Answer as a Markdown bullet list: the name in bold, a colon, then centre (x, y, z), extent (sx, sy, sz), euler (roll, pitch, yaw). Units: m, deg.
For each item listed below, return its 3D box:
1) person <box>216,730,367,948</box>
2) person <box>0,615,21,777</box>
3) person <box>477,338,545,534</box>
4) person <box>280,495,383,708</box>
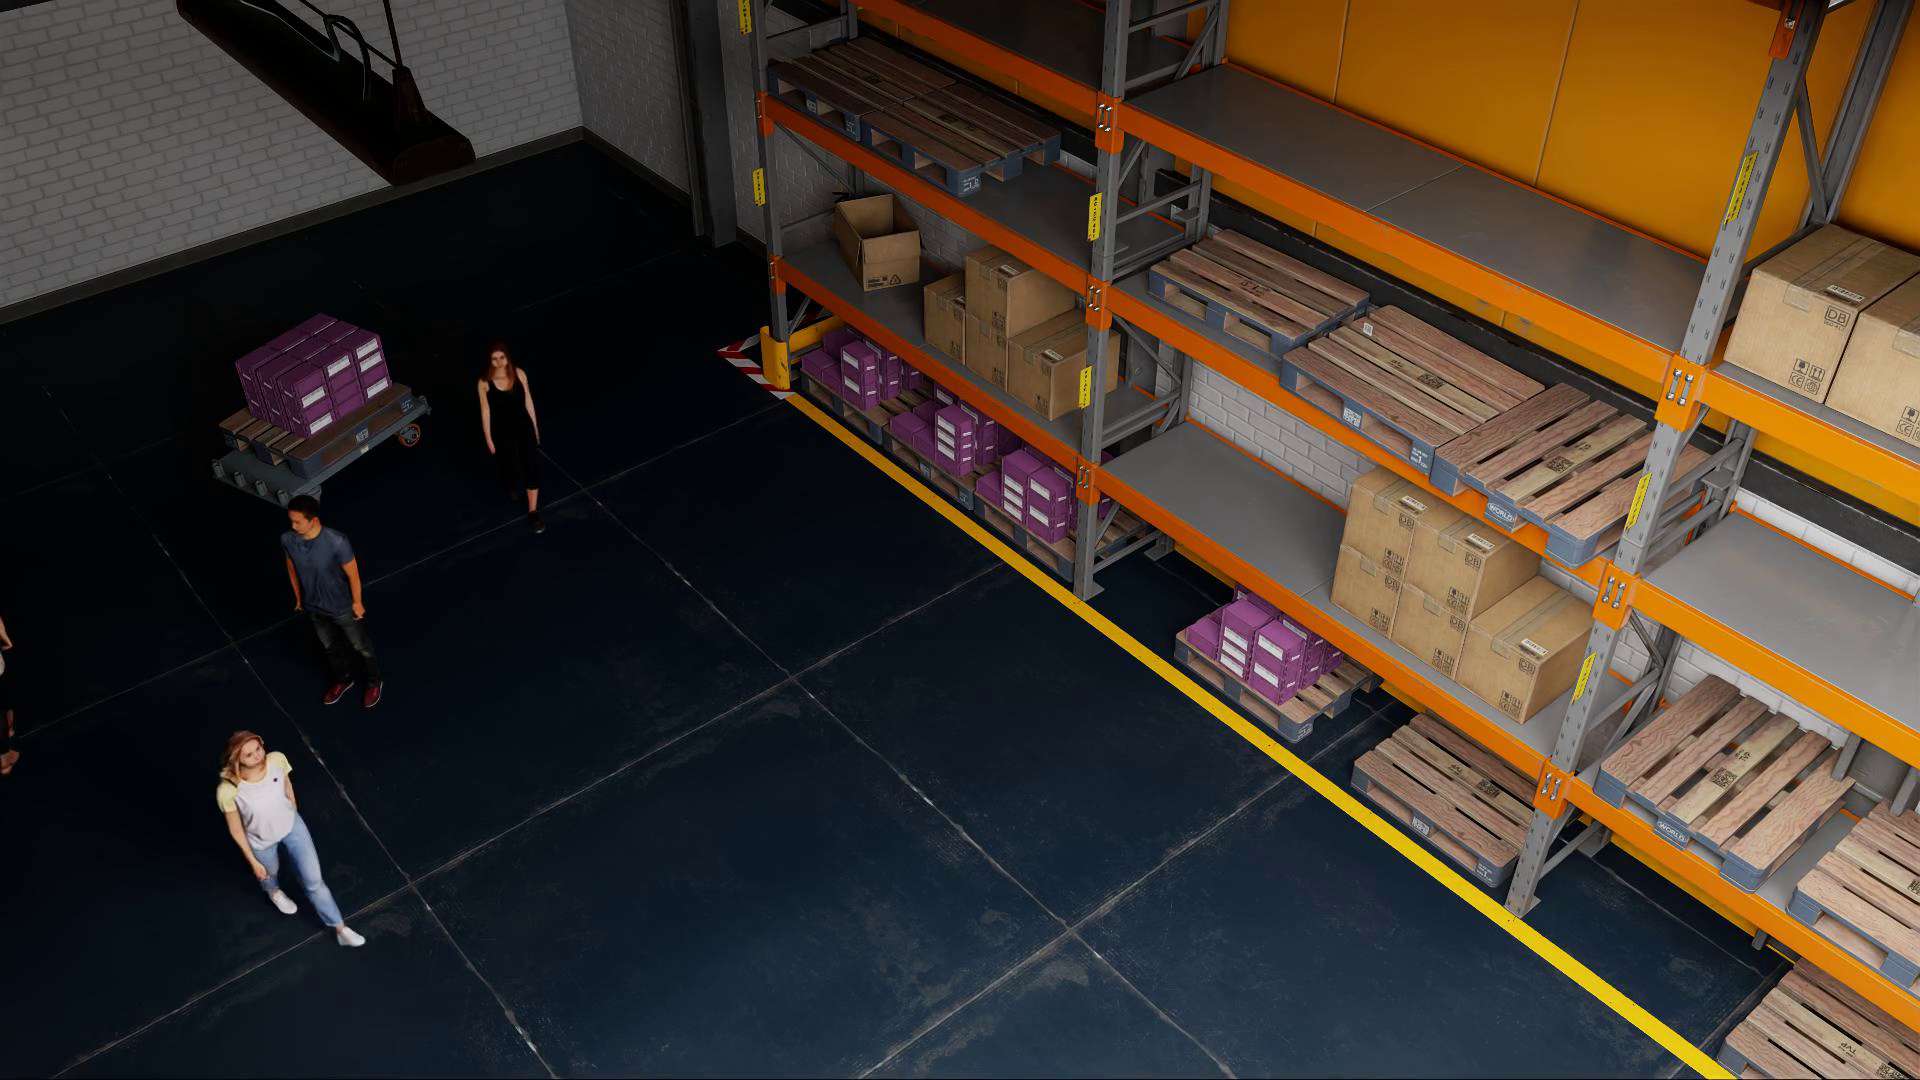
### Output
- **person**: centre (-4.180, 1.749, 9.950), extent (1.185, 1.665, 0.801), euler (26, 46, 29)
- **person**: centre (-6.522, 0.843, 10.982), extent (0.811, 1.793, 0.956), euler (-13, 41, -16)
- **person**: centre (-3.549, -0.890, 13.216), extent (0.730, 1.711, 0.933), euler (-14, 41, -17)
- **person**: centre (-4.356, 0.401, 11.524), extent (0.711, 1.806, 0.787), euler (6, 39, 7)
